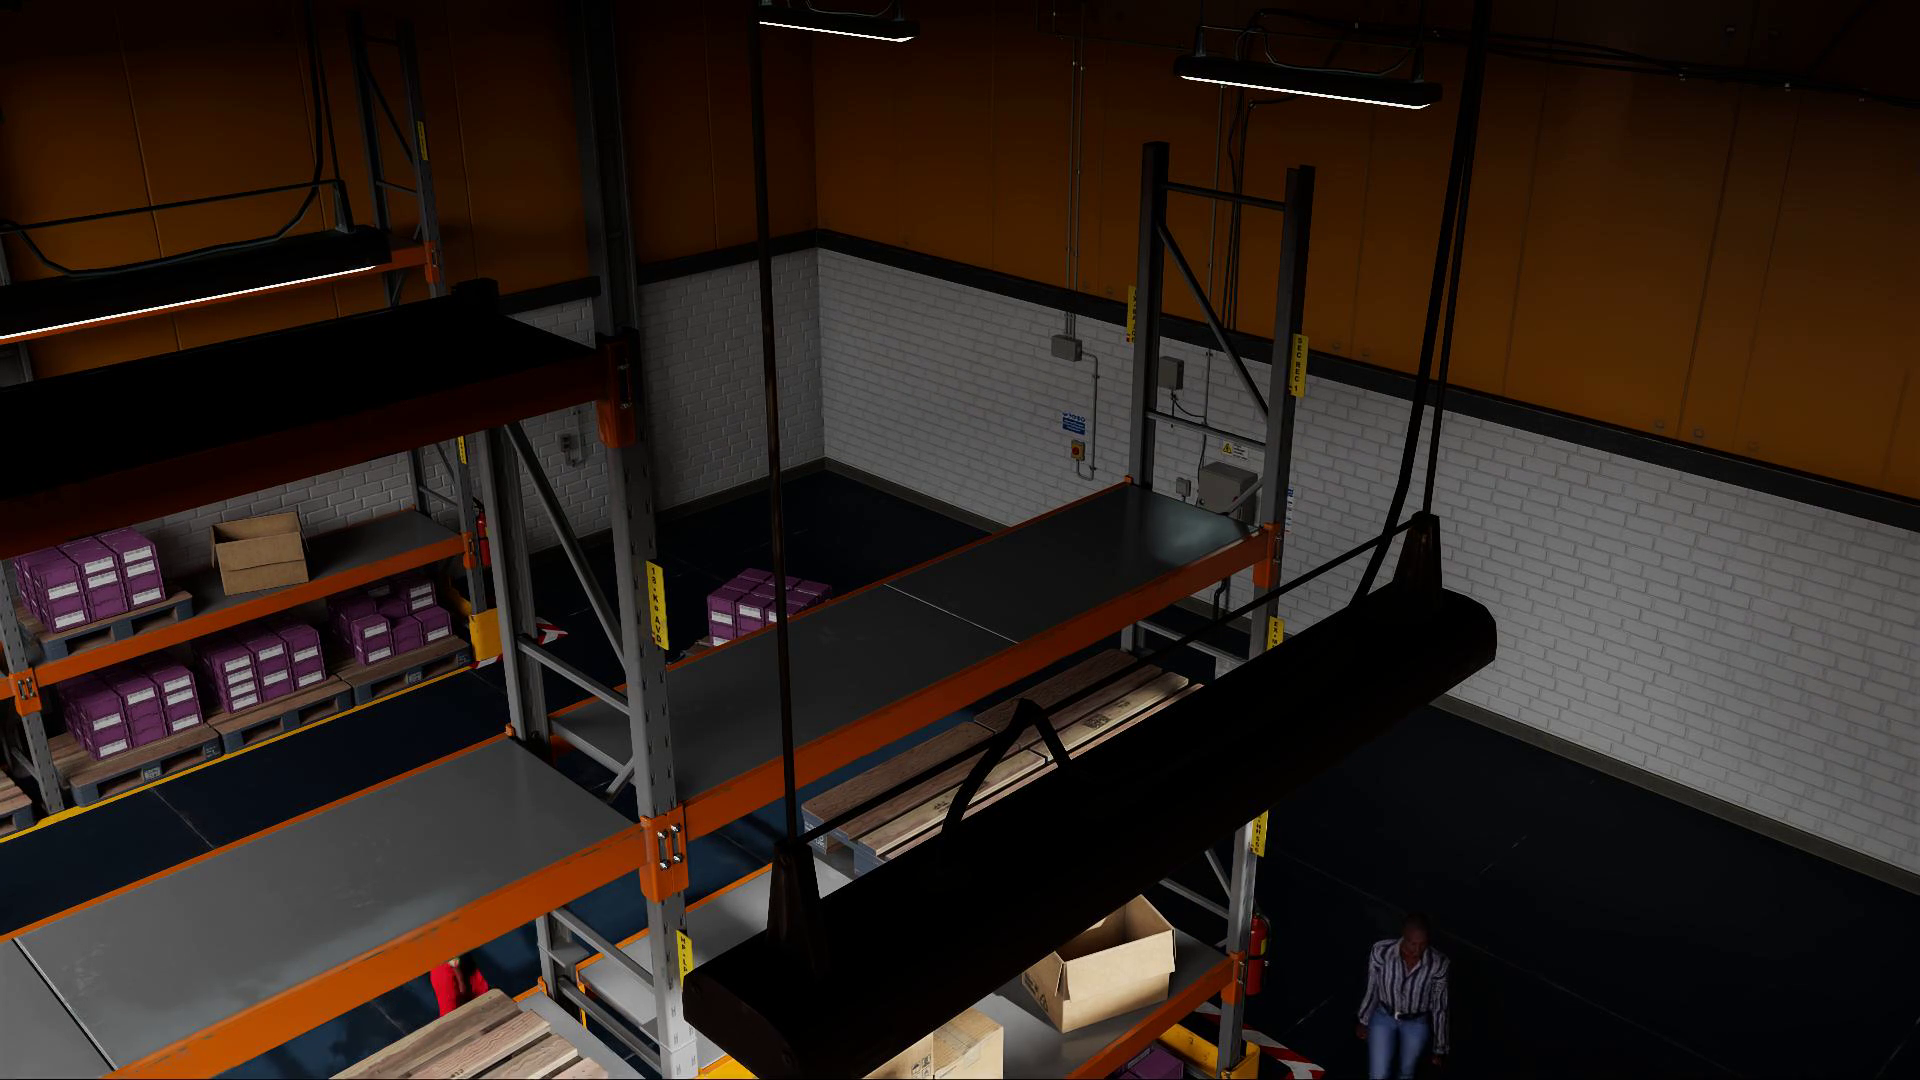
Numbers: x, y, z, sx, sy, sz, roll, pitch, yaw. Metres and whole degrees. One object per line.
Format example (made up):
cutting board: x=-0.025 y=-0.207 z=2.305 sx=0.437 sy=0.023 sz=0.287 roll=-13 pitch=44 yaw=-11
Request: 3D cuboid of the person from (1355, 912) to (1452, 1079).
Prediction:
person: x=2.656 y=2.913 z=10.093 sx=0.953 sy=1.754 sz=1.047 roll=4 pitch=24 yaw=10
